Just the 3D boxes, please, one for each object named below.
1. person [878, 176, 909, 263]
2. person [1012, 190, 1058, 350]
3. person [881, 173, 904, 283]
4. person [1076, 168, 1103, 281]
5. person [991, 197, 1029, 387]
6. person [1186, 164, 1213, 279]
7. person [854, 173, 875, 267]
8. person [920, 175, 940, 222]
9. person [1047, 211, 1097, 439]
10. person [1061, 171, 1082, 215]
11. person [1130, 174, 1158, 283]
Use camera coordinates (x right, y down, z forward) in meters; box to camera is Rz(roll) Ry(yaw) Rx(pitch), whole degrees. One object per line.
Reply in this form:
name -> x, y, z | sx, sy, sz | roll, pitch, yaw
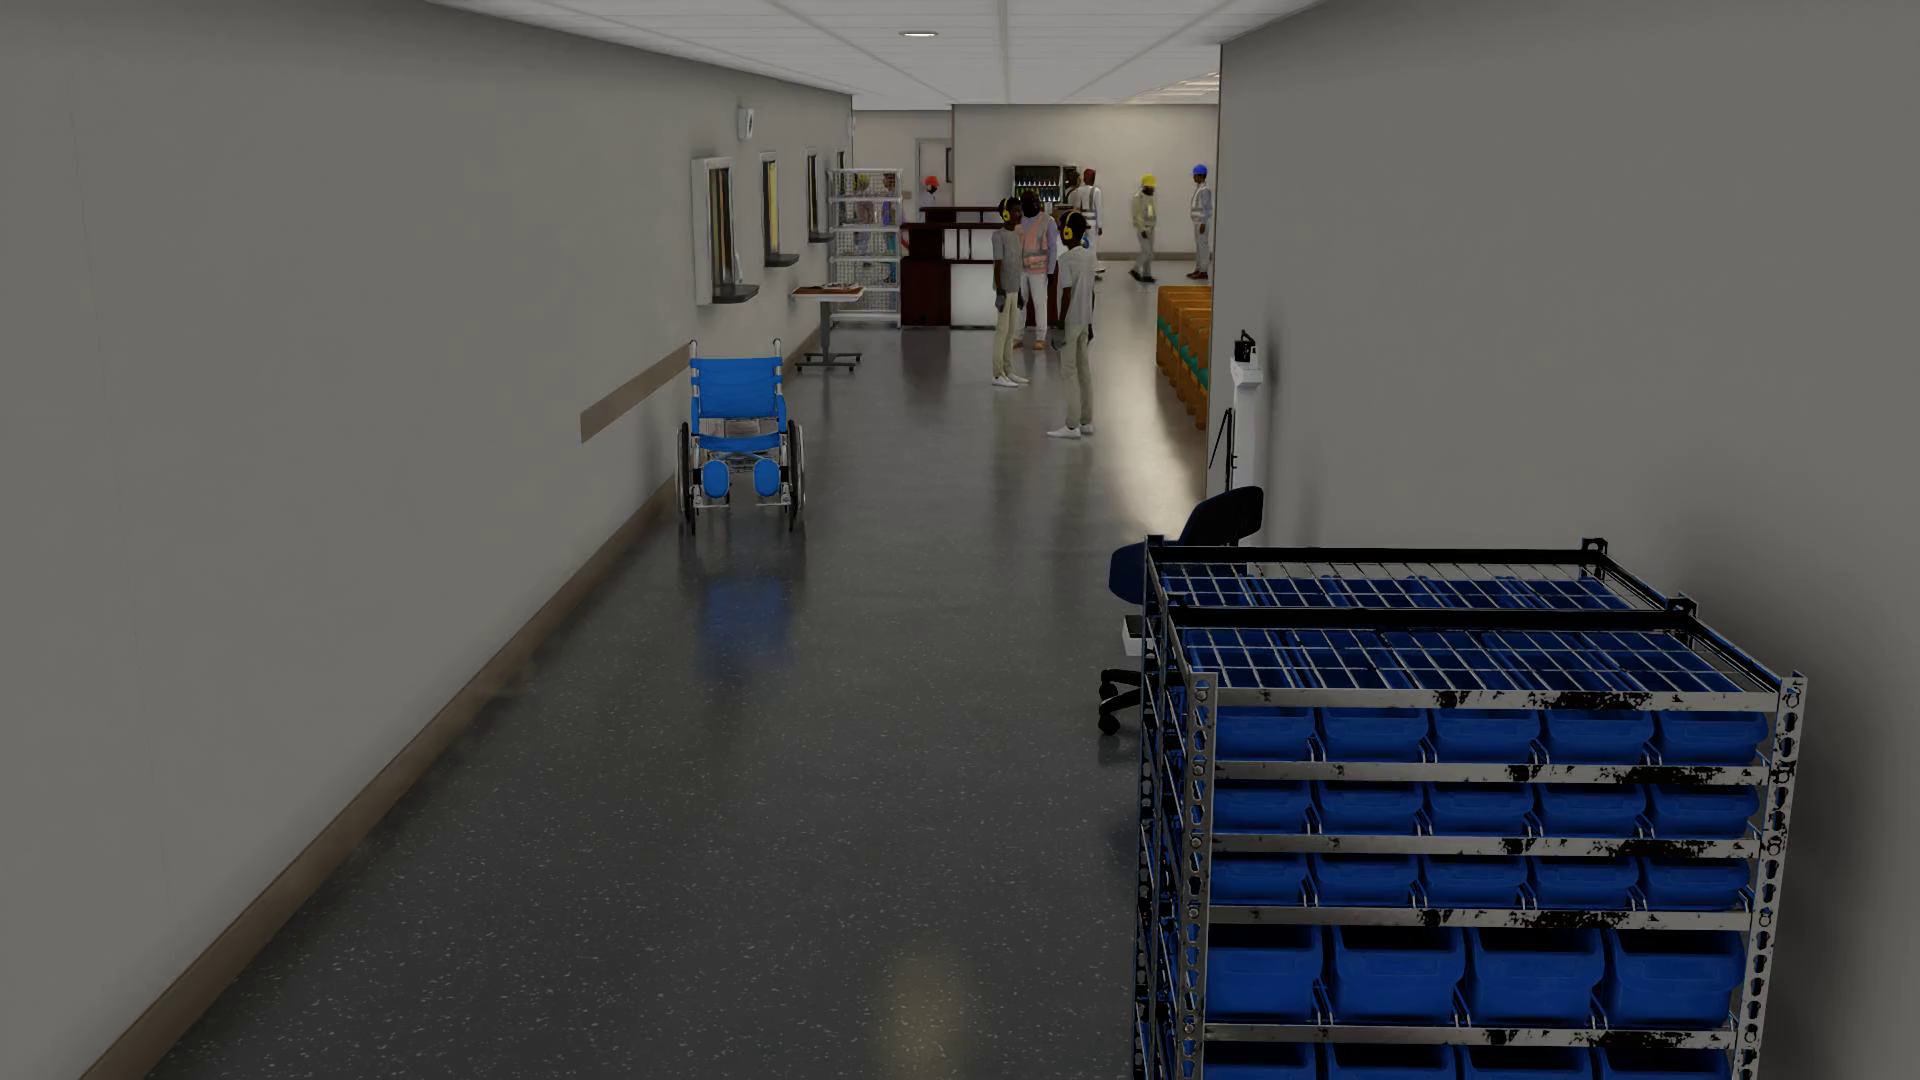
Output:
person -> -1.233, -6.174, 31.915 | 0.662, 1.749, 0.521 | 7, 16, 27
person -> 0.817, -3.136, 19.367 | 0.624, 1.844, 0.430 | 7, 15, 25
person -> -1.130, -5.223, 27.822 | 0.389, 1.849, 0.567 | -2, 14, -7
person -> 2.175, -5.342, 28.224 | 0.574, 1.887, 0.355 | 11, 18, 38
person -> 0.499, -2.473, 16.609 | 0.326, 1.876, 0.518 | 7, 15, 25
person -> 4.136, -5.470, 28.616 | 0.403, 1.948, 0.605 | -1, 14, -3
person -> -1.835, -5.935, 30.943 | 0.532, 1.746, 0.741 | 10, 17, 35
person -> -0.602, -5.653, 29.802 | 0.498, 1.732, 0.566 | -2, 14, -6
person -> 0.931, -1.771, 13.773 | 0.312, 1.866, 0.538 | 10, 17, 35
person -> 1.894, -5.252, 27.940 | 0.340, 1.845, 0.513 | -8, 16, -29
person -> 3.111, -5.183, 27.734 | 0.427, 1.806, 0.608 | 12, 18, 39
